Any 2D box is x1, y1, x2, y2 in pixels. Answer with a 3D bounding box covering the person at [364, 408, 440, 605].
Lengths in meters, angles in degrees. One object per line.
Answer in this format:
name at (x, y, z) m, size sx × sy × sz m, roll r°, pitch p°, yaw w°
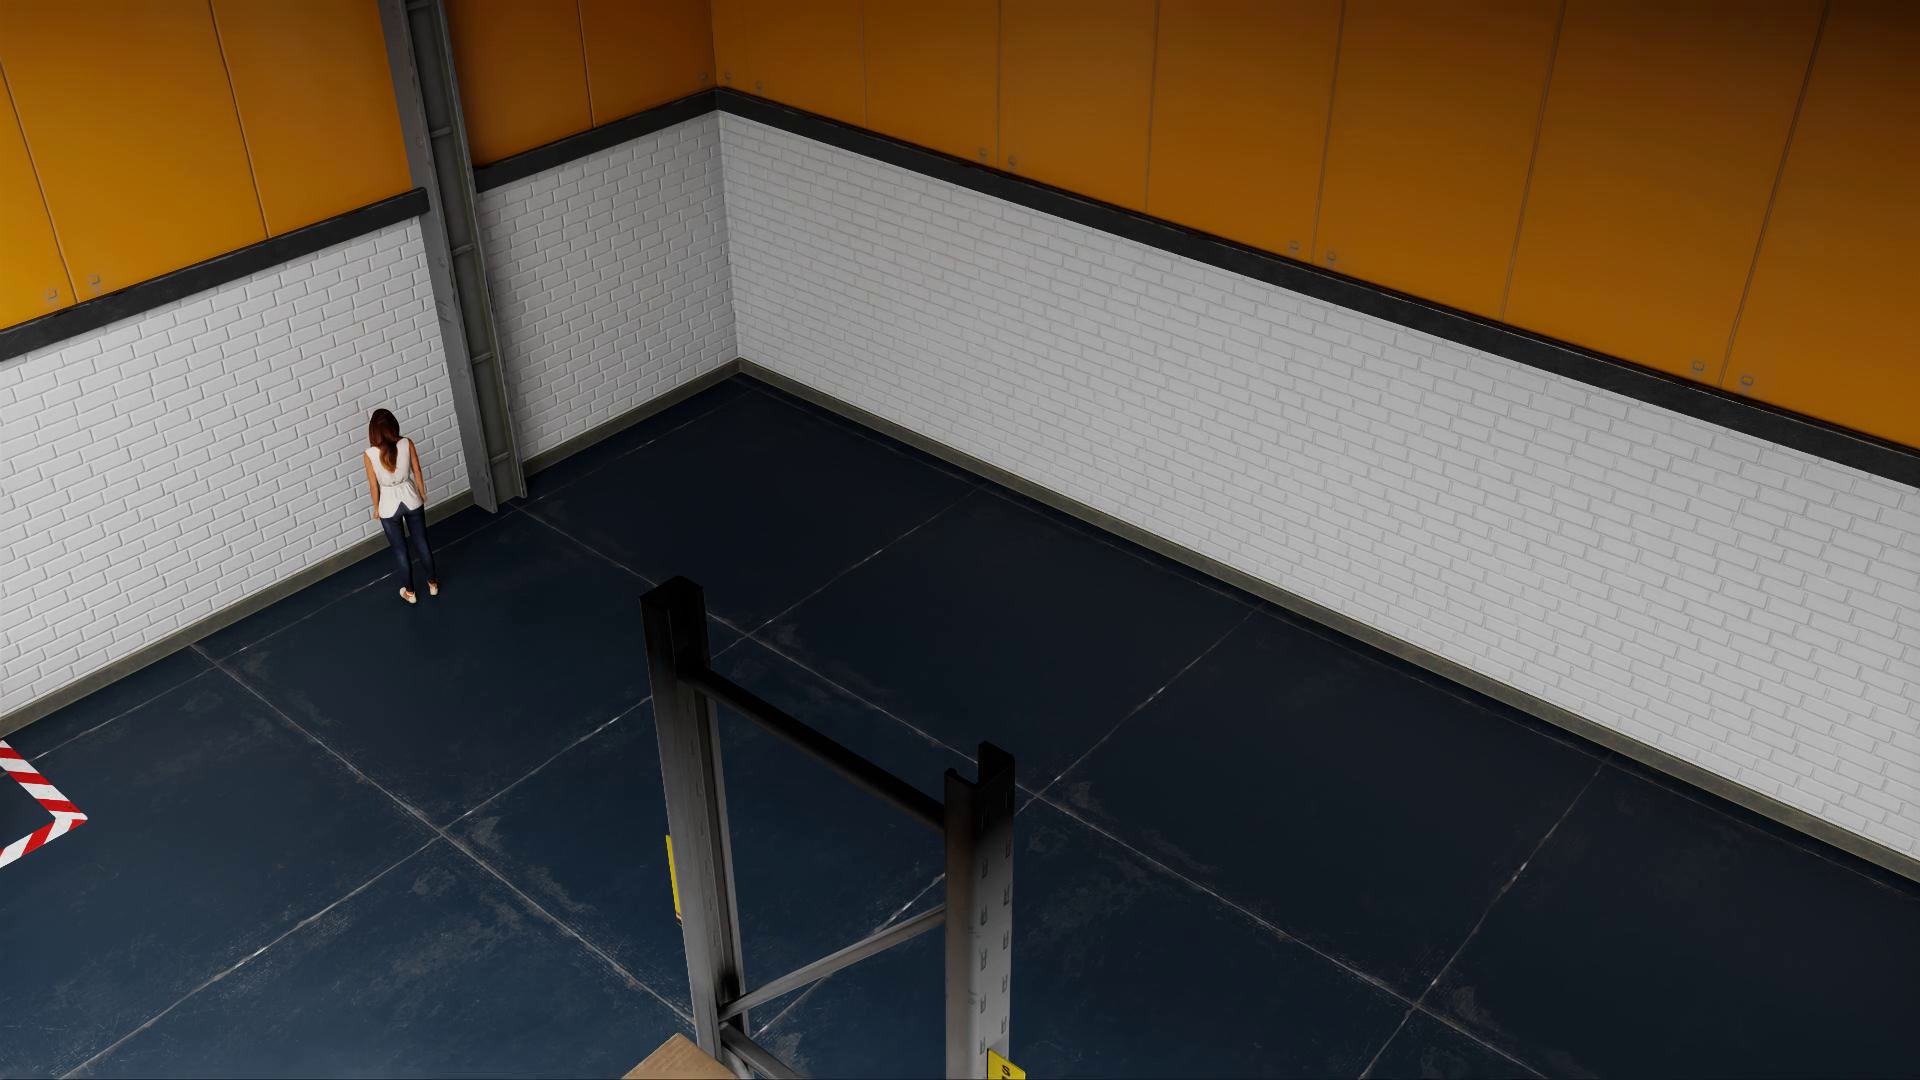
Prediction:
person at (-4.570, -0.277, 13.597) m, size 0.557 × 1.785 × 0.714 m, roll -21°, pitch 39°, yaw -28°
